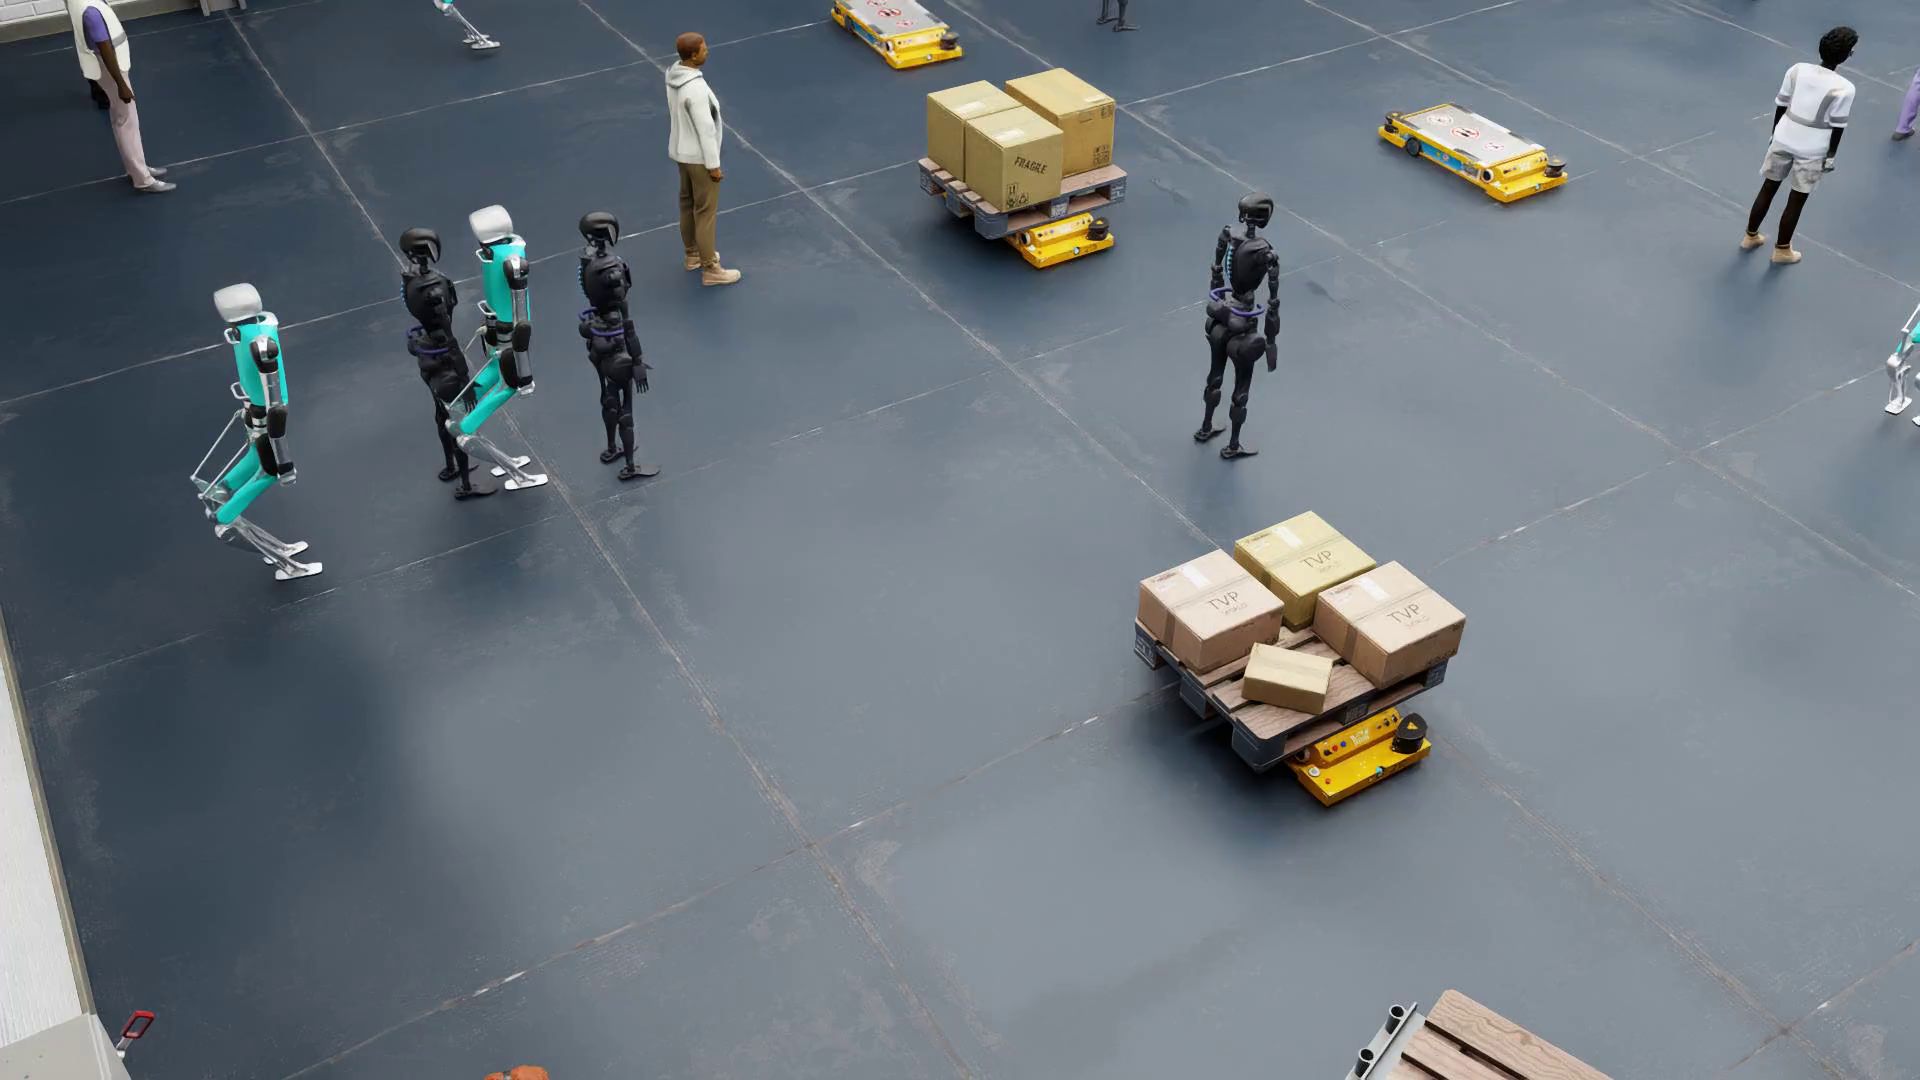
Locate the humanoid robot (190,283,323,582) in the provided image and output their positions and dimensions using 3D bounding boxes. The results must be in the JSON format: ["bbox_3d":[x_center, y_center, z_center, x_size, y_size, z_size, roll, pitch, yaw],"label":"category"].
[{"bbox_3d":[-3.760,-0.494,8.630,0.735,1.673,0.533,-21,43,-24],"label":"humanoid robot"}]

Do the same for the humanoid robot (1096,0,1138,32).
[{"bbox_3d":[1.465,-5.493,15.080,0.315,1.655,0.599,-21,43,-24],"label":"humanoid robot"}]

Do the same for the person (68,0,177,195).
[{"bbox_3d":[-6.344,-3.485,12.423,0.372,1.840,0.568,-21,43,-24],"label":"person"}]

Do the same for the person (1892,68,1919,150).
[{"bbox_3d":[7.800,-3.961,13.024,0.372,1.840,0.568,-21,43,-24],"label":"person"}]

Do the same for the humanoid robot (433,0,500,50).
[{"bbox_3d":[-4.392,-5.095,14.431,0.735,1.677,0.533,-21,43,-24],"label":"humanoid robot"}]

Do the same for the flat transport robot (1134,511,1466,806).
[{"bbox_3d":[1.635,0.714,8.391,0.659,0.231,1.431,-21,43,-24],"label":"flat transport robot"}]

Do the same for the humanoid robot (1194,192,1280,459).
[{"bbox_3d":[1.634,-1.273,9.755,0.315,1.655,0.599,-21,43,-24],"label":"humanoid robot"}]

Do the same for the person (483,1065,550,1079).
[{"bbox_3d":[-1.268,2.243,5.162,0.338,1.882,0.582,-21,43,-24],"label":"person"}]

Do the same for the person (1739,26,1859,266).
[{"bbox_3d":[5.879,-2.749,11.609,0.317,1.695,0.539,-21,43,-24],"label":"person"}]

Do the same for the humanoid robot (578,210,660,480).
[{"bbox_3d":[-1.999,-1.136,9.581,0.315,1.657,0.599,-21,43,-24],"label":"humanoid robot"}]

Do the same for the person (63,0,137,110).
[{"bbox_3d":[-7.230,-4.519,13.654,0.376,1.932,0.550,-21,43,-24],"label":"person"}]

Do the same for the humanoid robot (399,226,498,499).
[{"bbox_3d":[-2.934,-1.019,9.433,0.315,1.657,0.599,-21,43,-24],"label":"humanoid robot"}]

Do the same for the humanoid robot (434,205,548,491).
[{"bbox_3d":[-2.686,-1.007,9.273,0.735,1.677,0.533,-21,43,-24],"label":"humanoid robot"}]

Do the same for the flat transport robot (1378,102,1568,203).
[{"bbox_3d":[4.062,-3.106,13.211,0.659,0.231,1.431,-21,43,-24],"label":"flat transport robot"}]

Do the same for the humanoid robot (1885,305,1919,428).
[{"bbox_3d":[5.834,-1.408,9.783,0.735,1.673,0.533,-21,43,-24],"label":"humanoid robot"}]

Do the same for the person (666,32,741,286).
[{"bbox_3d":[-1.809,-2.597,11.362,0.364,1.766,0.531,-21,43,-24],"label":"person"}]

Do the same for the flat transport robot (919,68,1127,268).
[{"bbox_3d":[0.469,-2.477,12.417,0.659,0.231,1.431,-21,43,-24],"label":"flat transport robot"}]

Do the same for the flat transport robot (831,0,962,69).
[{"bbox_3d":[-0.597,-4.690,15.209,0.659,0.231,1.431,-18,42,-21],"label":"flat transport robot"}]
